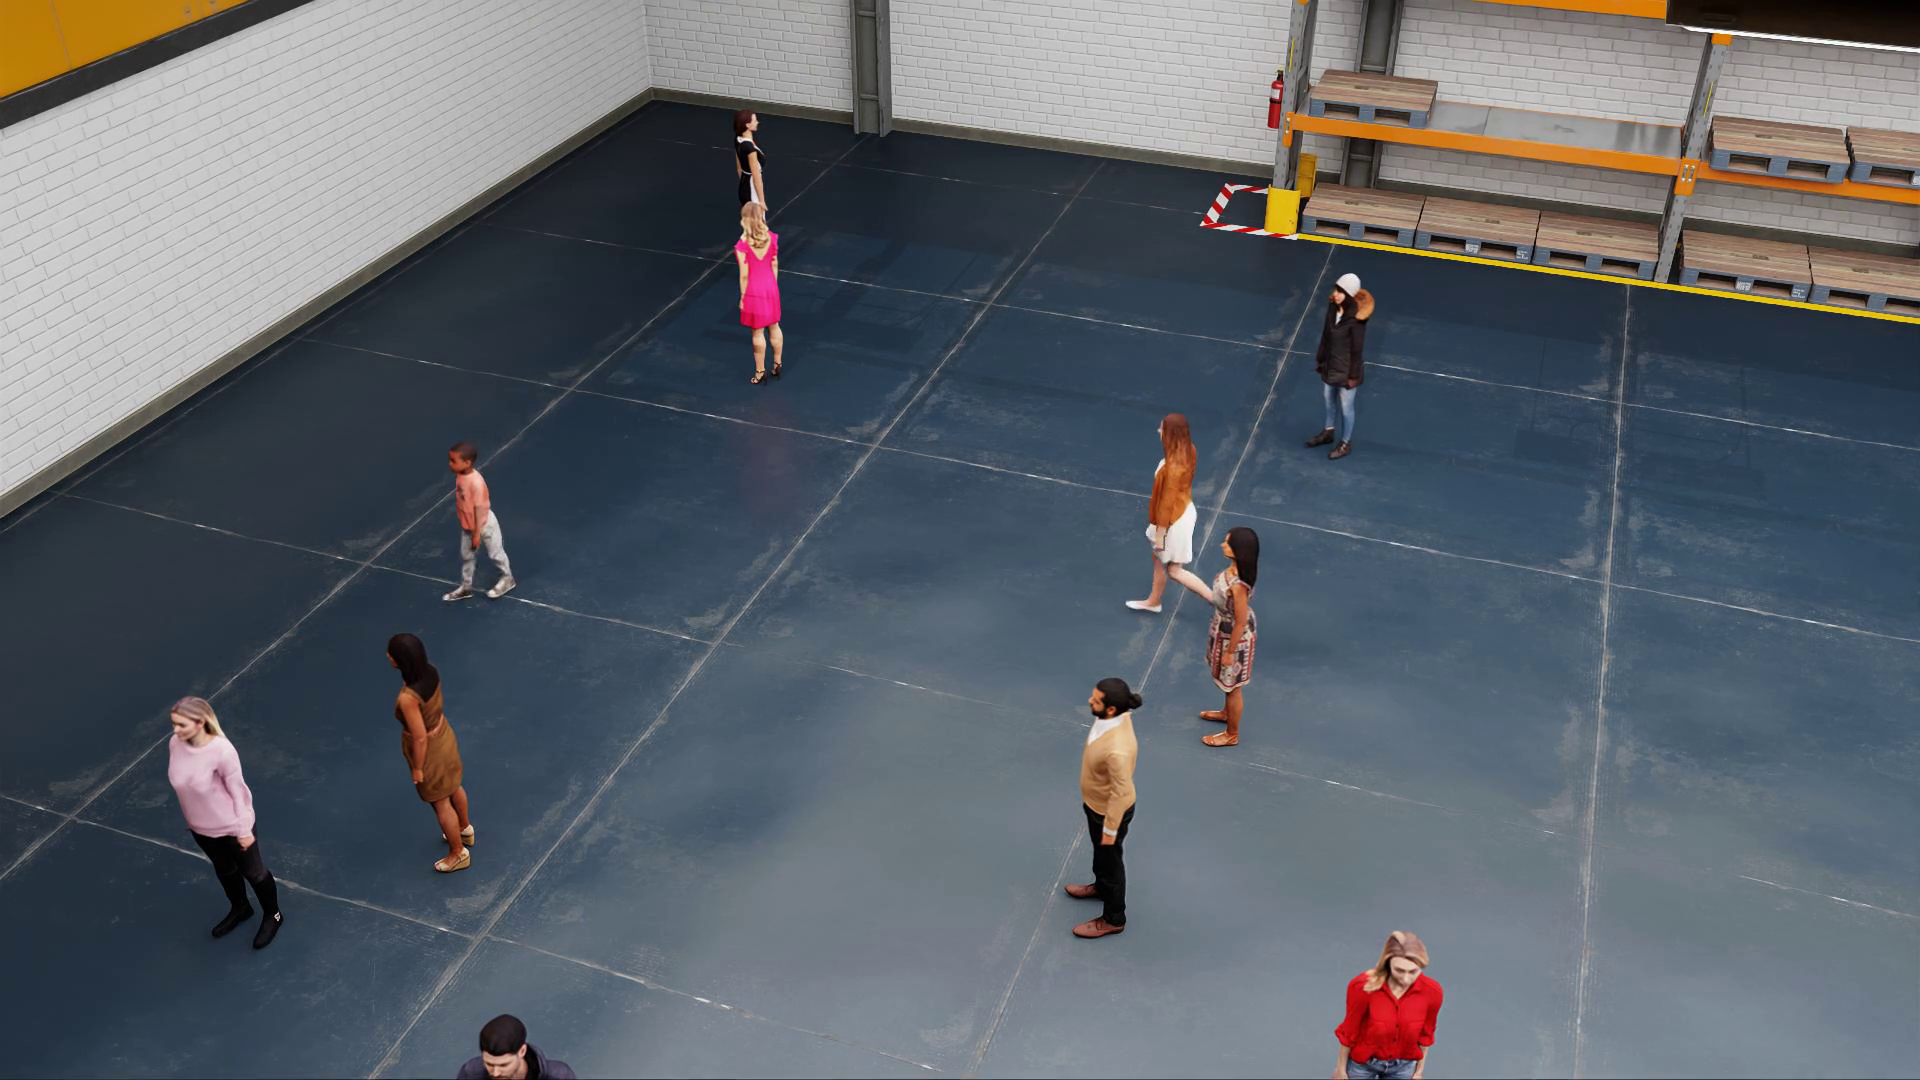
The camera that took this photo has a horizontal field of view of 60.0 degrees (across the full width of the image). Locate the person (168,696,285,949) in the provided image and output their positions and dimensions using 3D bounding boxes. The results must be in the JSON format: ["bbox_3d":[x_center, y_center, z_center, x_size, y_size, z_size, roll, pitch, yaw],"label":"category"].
[{"bbox_3d":[-4.097,1.543,9.240,0.464,1.688,0.648,11,35,16],"label":"person"}]

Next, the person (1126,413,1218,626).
[{"bbox_3d":[1.602,-0.106,11.715,1.003,1.694,0.625,10,35,15],"label":"person"}]

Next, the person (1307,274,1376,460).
[{"bbox_3d":[3.185,-1.453,13.802,0.778,1.627,0.705,-17,37,-24],"label":"person"}]

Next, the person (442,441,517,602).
[{"bbox_3d":[-3.457,-0.152,12.149,0.766,1.291,0.741,29,43,36],"label":"person"}]

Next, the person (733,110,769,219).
[{"bbox_3d":[-2.076,-3.414,16.599,0.703,1.796,0.622,-18,37,-24],"label":"person"}]

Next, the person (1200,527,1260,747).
[{"bbox_3d":[1.758,0.610,10.682,0.606,1.645,0.696,5,34,7],"label":"person"}]

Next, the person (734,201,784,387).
[{"bbox_3d":[-1.777,-2.200,14.835,0.661,1.729,0.690,-23,40,-31],"label":"person"}]

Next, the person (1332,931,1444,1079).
[{"bbox_3d":[1.980,2.459,7.845,0.566,1.705,0.734,0,34,0],"label":"person"}]

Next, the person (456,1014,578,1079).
[{"bbox_3d":[-1.871,2.727,7.272,0.655,1.895,0.809,-1,34,-2],"label":"person"}]

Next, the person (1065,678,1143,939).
[{"bbox_3d":[0.823,1.474,9.284,0.726,1.753,0.745,-3,34,-4],"label":"person"}]

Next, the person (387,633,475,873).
[{"bbox_3d":[-3.086,1.234,9.703,0.625,1.689,0.637,-1,34,-2],"label":"person"}]
